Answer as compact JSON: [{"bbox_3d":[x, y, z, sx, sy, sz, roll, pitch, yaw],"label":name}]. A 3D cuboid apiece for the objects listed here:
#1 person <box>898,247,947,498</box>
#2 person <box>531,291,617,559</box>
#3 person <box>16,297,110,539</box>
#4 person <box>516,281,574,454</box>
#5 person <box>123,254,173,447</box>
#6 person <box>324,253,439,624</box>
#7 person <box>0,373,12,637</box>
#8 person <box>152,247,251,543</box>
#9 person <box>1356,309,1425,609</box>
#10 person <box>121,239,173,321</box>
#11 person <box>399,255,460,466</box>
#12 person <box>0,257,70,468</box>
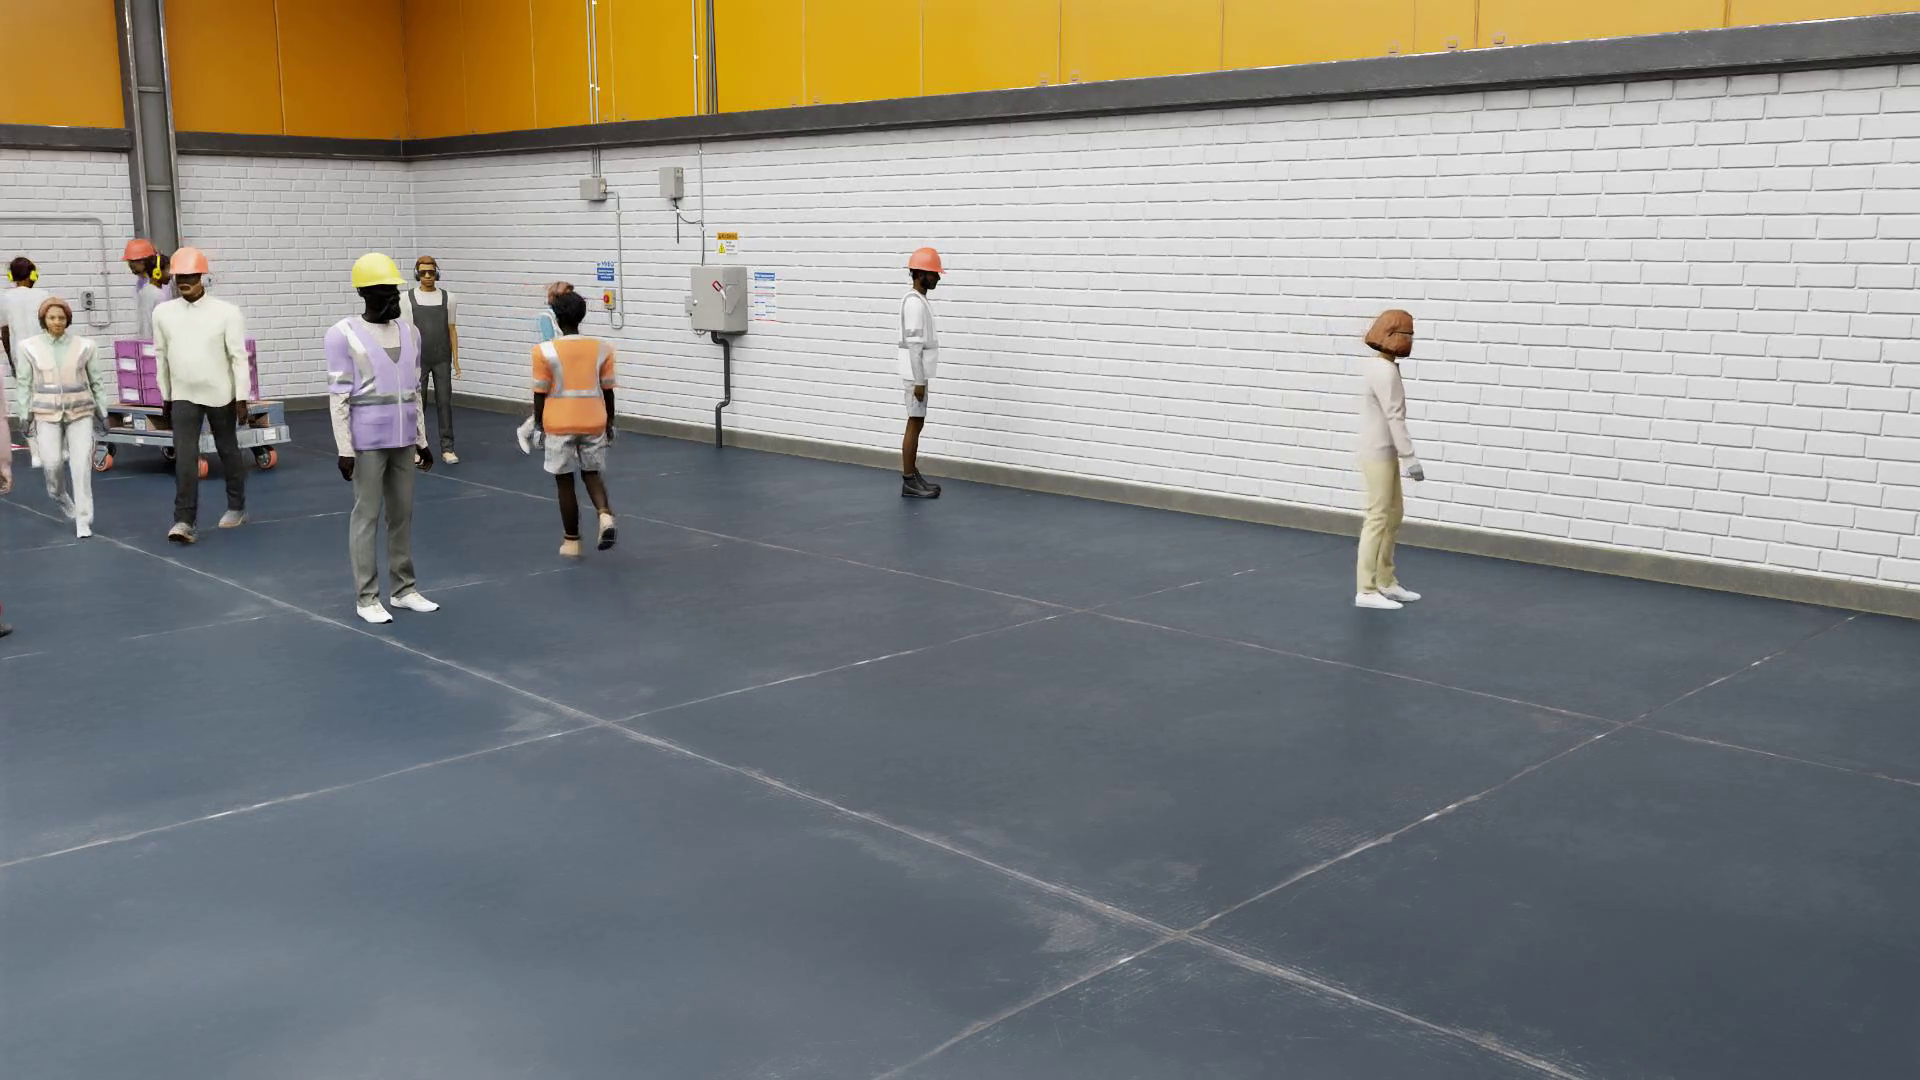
[{"bbox_3d":[-0.288,-1.288,12.878,0.386,1.929,0.544,0,10,-1],"label":"person"},{"bbox_3d":[-2.373,-0.699,10.307,0.546,1.682,0.450,-7,12,-34],"label":"person"},{"bbox_3d":[-6.073,-0.841,11.278,0.536,1.615,0.656,-5,12,-27],"label":"person"},{"bbox_3d":[-3.688,-1.537,15.081,0.694,1.616,0.499,4,11,22],"label":"person"},{"bbox_3d":[-7.476,-1.722,15.444,0.560,1.843,0.628,10,14,44],"label":"person"},{"bbox_3d":[-3.039,-0.537,8.773,0.355,1.930,0.593,6,12,29],"label":"person"},{"bbox_3d":[-5.072,-0.362,8.362,0.549,1.730,0.608,-7,13,-34],"label":"person"},{"bbox_3d":[-5.078,-0.978,11.149,0.638,1.941,1.055,-1,10,-5],"label":"person"},{"bbox_3d":[2.339,-0.429,9.013,0.359,1.629,0.515,3,11,16],"label":"person"},{"bbox_3d":[-7.962,-1.970,16.463,0.606,1.990,0.988,9,13,39],"label":"person"},{"bbox_3d":[-4.671,-1.579,14.689,0.506,1.846,0.346,-5,12,-27],"label":"person"},{"bbox_3d":[-8.174,-1.576,14.741,0.573,1.820,0.826,-2,11,-13],"label":"person"}]
